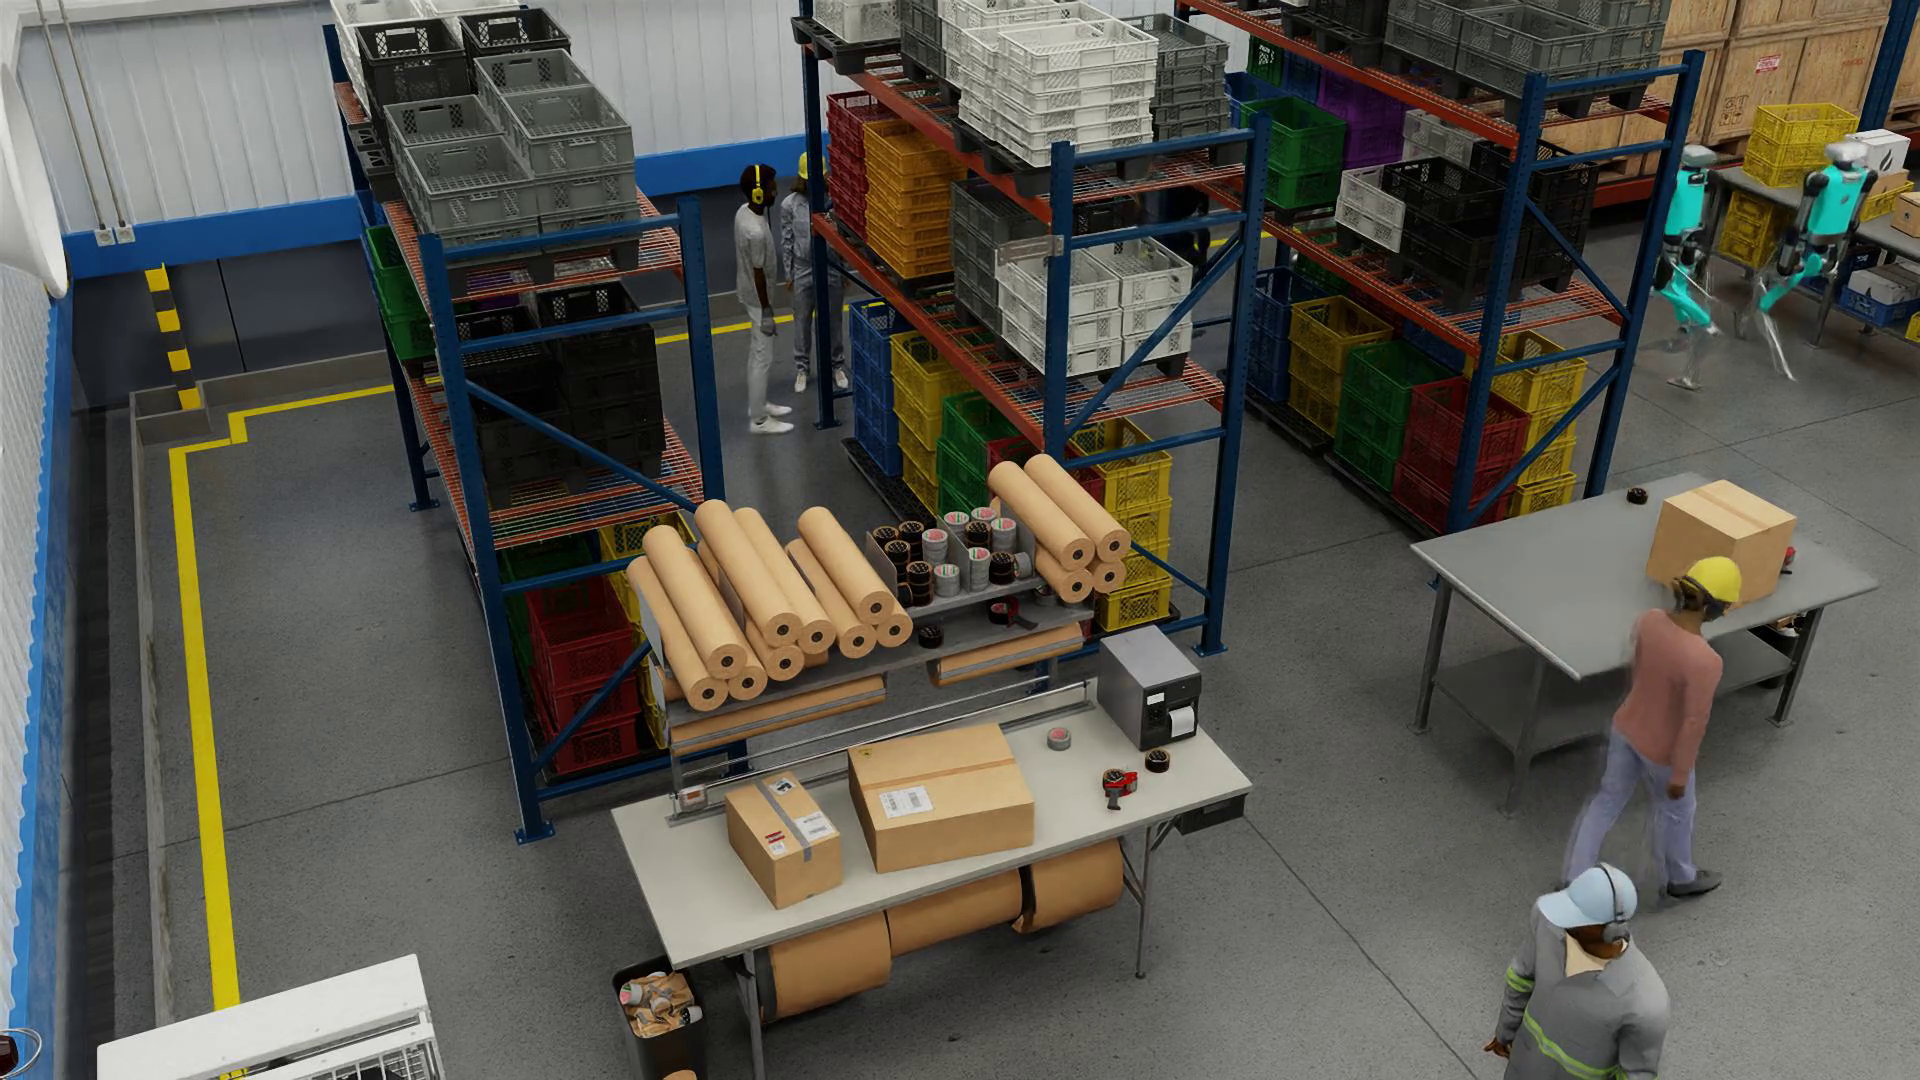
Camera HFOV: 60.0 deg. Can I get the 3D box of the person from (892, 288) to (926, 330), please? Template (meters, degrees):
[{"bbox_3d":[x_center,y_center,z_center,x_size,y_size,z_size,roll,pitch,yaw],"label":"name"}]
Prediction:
[{"bbox_3d":[-0.329,-1.908,11.559,0.342,1.861,0.509,-4,32,-6],"label":"person"}]

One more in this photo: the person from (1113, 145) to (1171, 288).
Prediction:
[{"bbox_3d":[1.333,-2.798,13.070,0.861,1.811,0.552,9,33,14],"label":"person"}]

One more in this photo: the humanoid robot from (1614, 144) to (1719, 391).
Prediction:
[{"bbox_3d":[5.074,-1.810,11.530,0.552,1.743,1.033,-17,36,-26],"label":"humanoid robot"}]

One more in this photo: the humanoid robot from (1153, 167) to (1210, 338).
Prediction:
[{"bbox_3d":[1.548,-2.186,12.214,0.715,1.626,0.612,-16,35,-24],"label":"humanoid robot"}]

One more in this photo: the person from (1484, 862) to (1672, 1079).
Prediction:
[{"bbox_3d":[1.983,1.793,5.549,0.385,1.850,0.598,-13,34,-20],"label":"person"}]

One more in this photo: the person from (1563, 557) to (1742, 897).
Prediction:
[{"bbox_3d":[3.103,0.858,7.196,0.817,1.708,0.580,-8,32,-12],"label":"person"}]

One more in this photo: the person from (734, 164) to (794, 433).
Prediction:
[{"bbox_3d":[-1.310,-1.594,11.048,0.332,1.861,0.499,-8,33,-13],"label":"person"}]

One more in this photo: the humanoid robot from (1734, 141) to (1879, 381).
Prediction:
[{"bbox_3d":[5.963,-2.113,12.036,0.537,1.776,0.993,-7,32,-12],"label":"humanoid robot"}]

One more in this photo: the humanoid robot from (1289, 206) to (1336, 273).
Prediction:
[{"bbox_3d":[2.918,-3.044,13.457,0.723,1.735,0.531,-23,38,-33],"label":"humanoid robot"}]

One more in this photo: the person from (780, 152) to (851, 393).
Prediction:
[{"bbox_3d":[-0.992,-1.862,11.587,0.486,1.743,0.294,-5,32,-8],"label":"person"}]

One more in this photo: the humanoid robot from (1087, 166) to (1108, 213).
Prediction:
[{"bbox_3d":[0.987,-2.831,13.226,1.039,1.781,0.536,-27,41,-37],"label":"humanoid robot"}]
